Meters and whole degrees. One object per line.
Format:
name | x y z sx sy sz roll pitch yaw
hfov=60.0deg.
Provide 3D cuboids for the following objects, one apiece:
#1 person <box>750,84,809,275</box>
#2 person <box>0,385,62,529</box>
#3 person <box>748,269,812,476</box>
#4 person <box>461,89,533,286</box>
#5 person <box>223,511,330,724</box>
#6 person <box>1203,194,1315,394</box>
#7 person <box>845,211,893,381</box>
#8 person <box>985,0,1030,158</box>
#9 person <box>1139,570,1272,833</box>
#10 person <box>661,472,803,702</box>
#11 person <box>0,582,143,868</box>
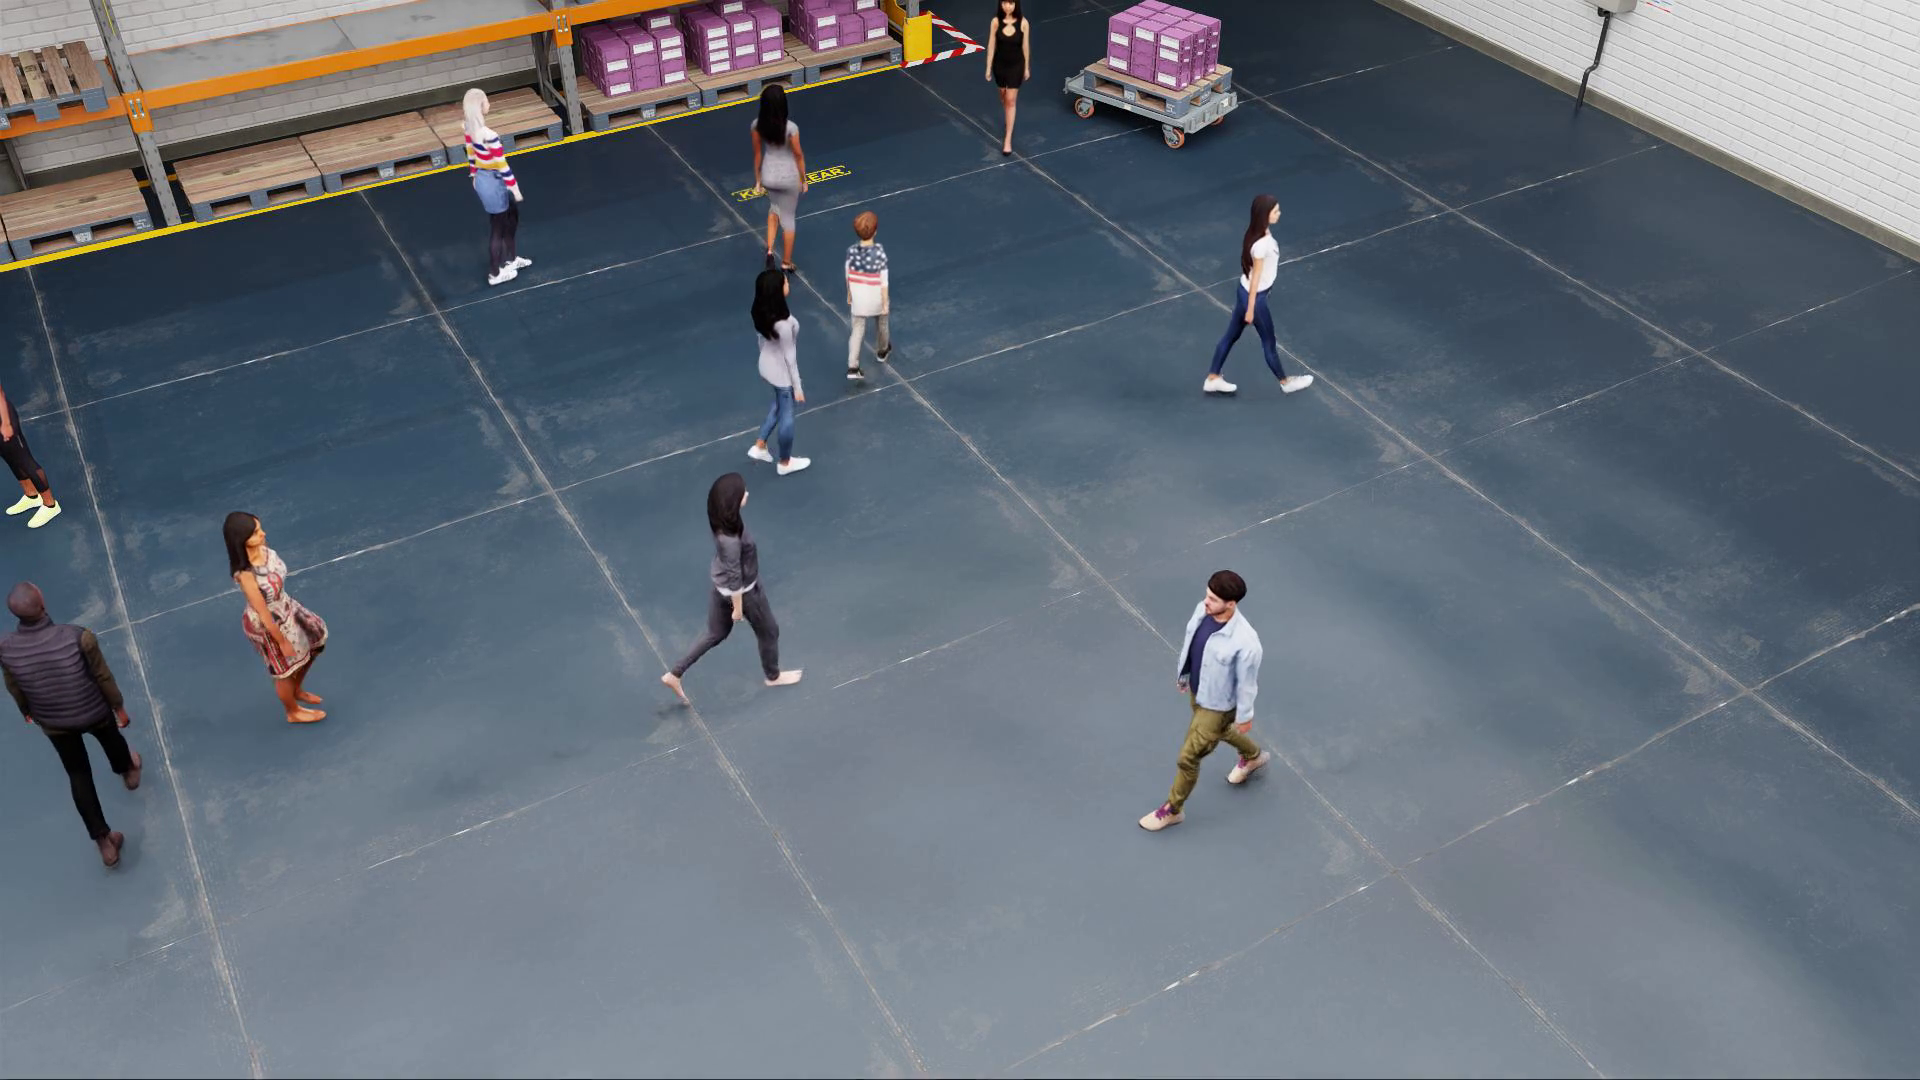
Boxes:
person | -1.583 -3.048 14.404 0.758 1.774 0.818 12 40 14
person | -6.781 -0.877 11.701 0.637 1.754 0.634 24 44 27
person | -1.397 -1.174 12.097 0.691 1.724 0.627 -22 44 -25
person | -4.108 -3.009 14.340 0.719 1.793 0.703 -26 45 -29
person | -4.233 0.507 10.064 0.773 1.634 0.758 -2 39 -3
person | 2.186 -1.866 12.952 1.169 1.738 0.990 1 39 2
person | -0.754 -1.927 13.288 0.909 1.414 0.975 10 40 12
person | 0.490 -4.740 16.649 1.051 1.615 1.044 5 39 7
person | 1.521 0.875 9.491 1.190 1.774 0.759 -16 41 -19
person | -1.469 0.337 10.207 1.116 1.722 0.610 -17 42 -20
person | -4.956 1.039 9.272 1.163 1.792 0.940 -11 40 -13
